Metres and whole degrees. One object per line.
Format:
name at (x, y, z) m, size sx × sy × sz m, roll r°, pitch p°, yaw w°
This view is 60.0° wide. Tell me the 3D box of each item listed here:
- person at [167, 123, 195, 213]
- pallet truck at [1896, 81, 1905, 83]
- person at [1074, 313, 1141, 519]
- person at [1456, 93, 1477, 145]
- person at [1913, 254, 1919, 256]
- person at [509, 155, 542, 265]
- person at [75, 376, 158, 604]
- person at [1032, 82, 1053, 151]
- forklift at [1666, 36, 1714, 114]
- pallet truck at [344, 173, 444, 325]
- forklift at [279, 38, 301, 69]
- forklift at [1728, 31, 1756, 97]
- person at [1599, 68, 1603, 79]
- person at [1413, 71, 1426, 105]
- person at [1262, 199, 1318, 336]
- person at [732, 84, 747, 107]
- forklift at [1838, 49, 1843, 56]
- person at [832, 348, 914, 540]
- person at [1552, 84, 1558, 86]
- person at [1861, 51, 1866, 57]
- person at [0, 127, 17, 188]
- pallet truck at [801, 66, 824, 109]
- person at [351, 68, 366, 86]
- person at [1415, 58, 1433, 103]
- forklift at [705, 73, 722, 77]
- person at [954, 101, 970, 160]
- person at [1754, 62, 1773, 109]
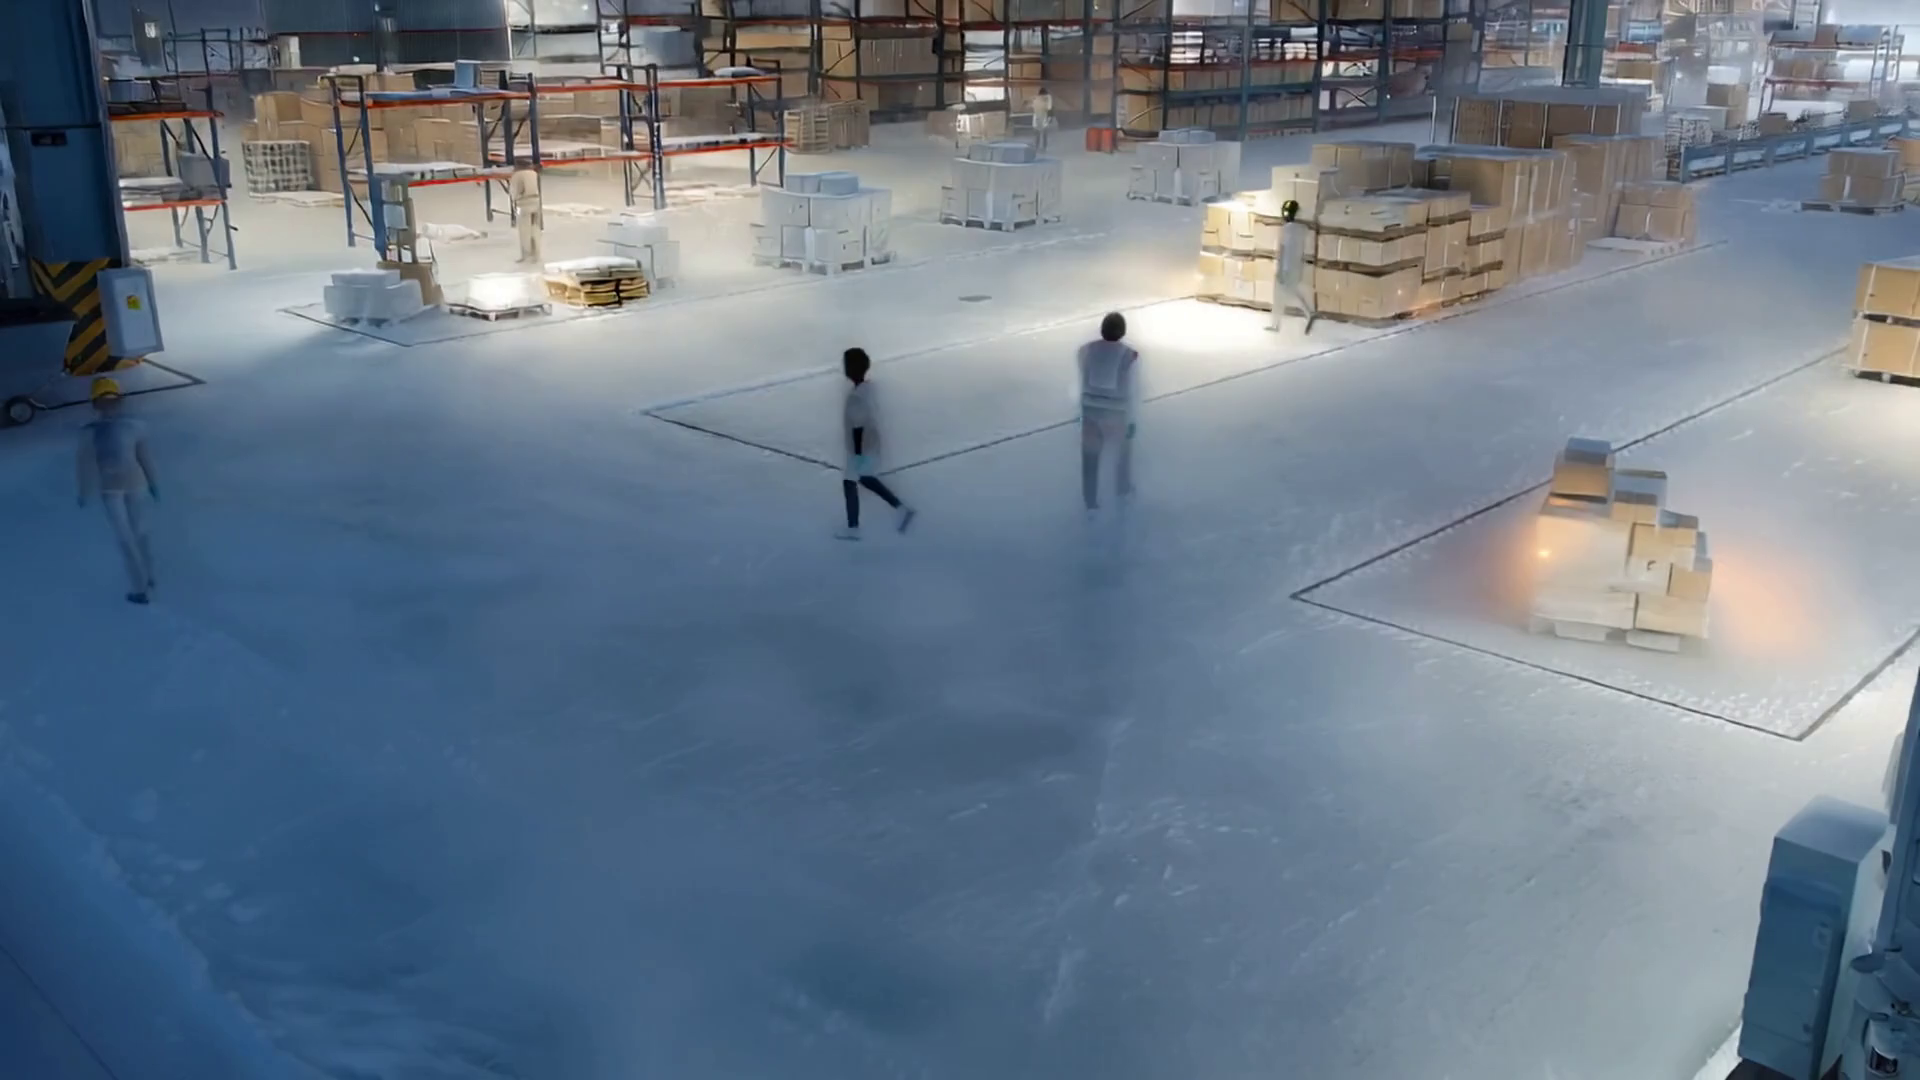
person at (-16.439, -7.839, 35.017) m, size 0.325 × 1.843 × 0.517 m, roll 3°, pitch 19°, yaw 8°
pallet truck at (34.802, -16.331, 61.455) m, size 0.653 × 1.274 × 1.630 m, roll 17°, pitch 25°, yaw 41°
person at (1.341, -1.142, 14.905) m, size 0.644 × 1.793 × 0.933 m, roll 8°, pitch 20°, yaw 22°
person at (14.636, -12.115, 48.202) m, size 0.945 × 1.632 × 0.546 m, roll 5°, pitch 19°, yaw 16°
person at (16.768, -5.574, 27.887) m, size 0.691 × 2.000 × 1.059 m, roll -13°, pitch 22°, yaw -34°
person at (-7.408, -5.607, 28.299) m, size 0.430 × 1.844 × 0.624 m, roll 12°, pitch 22°, yaw 31°
person at (-6.479, -0.395, 12.748) m, size 0.702 × 1.744 × 0.537 m, roll 16°, pitch 24°, yaw 39°
person at (2.368, -12.226, 48.050) m, size 0.608 × 1.963 × 0.374 m, roll 6°, pitch 19°, yaw 17°
forklift at (27.341, -17.291, 61.877) m, size 1.129 × 2.768 × 1.873 m, roll 17°, pitch 25°, yaw 41°
pallet truck at (-8.209, -4.181, 23.757) m, size 0.823 × 1.965 × 1.885 m, roll 3°, pitch 19°, yaw 9°
forklift at (-24.151, -16.759, 60.275) m, size 1.129 × 2.768 × 1.873 m, roll 17°, pitch 25°, yaw 41°
forklift at (32.916, -20.078, 70.274) m, size 1.129 × 2.768 × 1.873 m, roll 12°, pitch 22°, yaw 33°
person at (22.300, -15.532, 58.124) m, size 0.636 × 1.900 × 0.399 m, roll 15°, pitch 24°, yaw 38°
person at (17.190, -16.683, 62.072) m, size 0.875 × 1.573 × 0.508 m, roll 15°, pitch 23°, yaw 37°
person at (4.490, -3.668, 22.468) m, size 0.524 × 1.844 × 0.820 m, roll -12°, pitch 22°, yaw -33°
person at (-7.473, -14.882, 56.471) m, size 0.535 × 1.697 × 0.318 m, roll -8°, pitch 20°, yaw -22°
forklift at (42.287, -23.517, 80.636) m, size 1.129 × 2.768 × 1.873 m, roll 17°, pitch 25°, yaw 41°
person at (-0.760, -0.798, 14.059) m, size 0.630 × 1.679 × 0.539 m, roll 6°, pitch 19°, yaw 16°
person at (18.639, -13.493, 52.316) m, size 0.695 × 1.666 × 0.551 m, roll -16°, pitch 24°, yaw -40°
person at (38.751, -20.037, 71.608) m, size 0.608 × 1.946 × 0.406 m, roll 2°, pitch 19°, yaw 7°
person at (-19.525, -7.608, 34.255) m, size 0.642 × 1.903 × 0.982 m, roll -7°, pitch 20°, yaw -21°
pallet truck at (-4.812, -15.182, 56.903) m, size 0.823 × 1.965 × 1.885 m, roll -9°, pitch 21°, yaw -26°
person at (-20.796, -15.424, 57.793) m, size 0.754 × 1.900 × 0.595 m, roll 10°, pitch 21°, yaw 28°
person at (19.193, -18.983, 68.663) m, size 0.591 × 1.790 × 0.955 m, roll 15°, pitch 24°, yaw 38°
forklift at (-9.729, -18.403, 65.229) m, size 1.129 × 2.768 × 1.873 m, roll 17°, pitch 25°, yaw 41°
person at (0.021, -9.733, 40.604) m, size 0.392 × 1.929 × 0.539 m, roll 10°, pitch 21°, yaw 29°
person at (31.142, -17.617, 64.559) m, size 0.623 × 1.790 × 0.873 m, roll 14°, pitch 23°, yaw 36°
